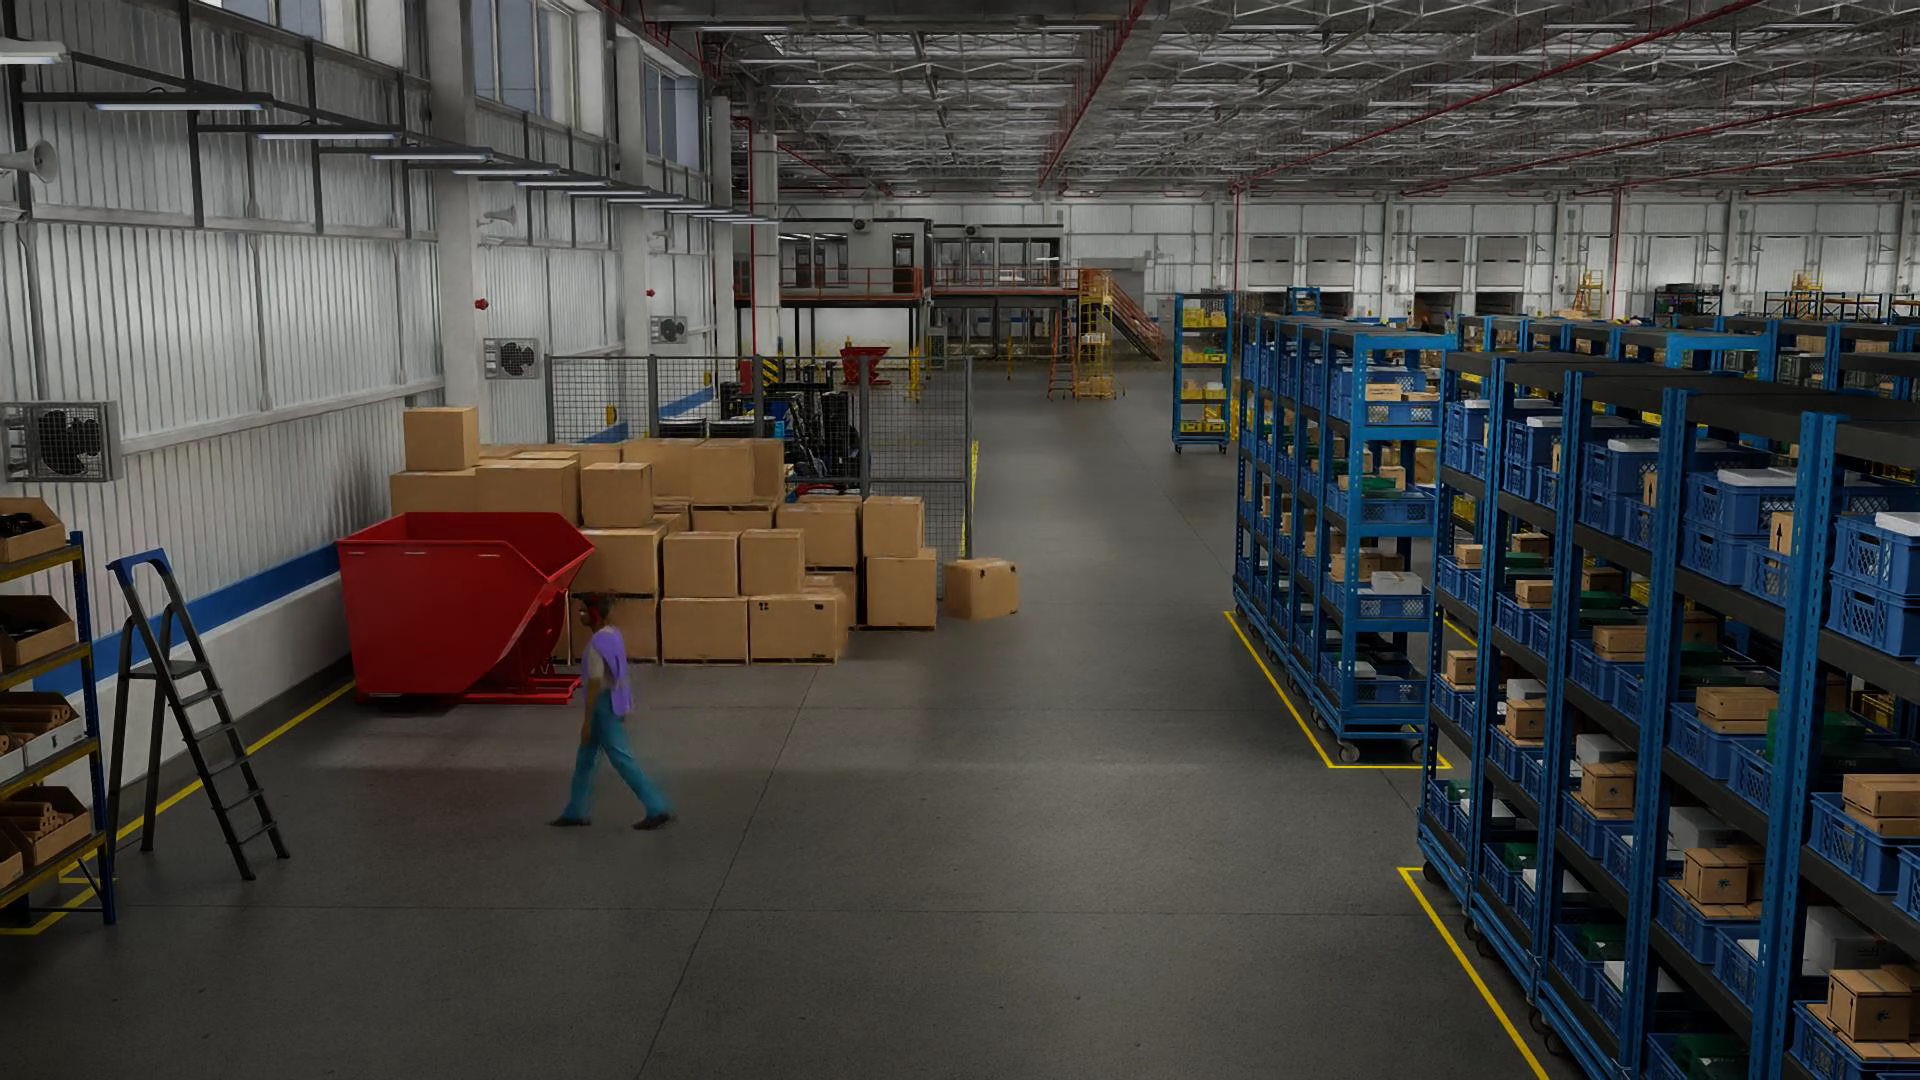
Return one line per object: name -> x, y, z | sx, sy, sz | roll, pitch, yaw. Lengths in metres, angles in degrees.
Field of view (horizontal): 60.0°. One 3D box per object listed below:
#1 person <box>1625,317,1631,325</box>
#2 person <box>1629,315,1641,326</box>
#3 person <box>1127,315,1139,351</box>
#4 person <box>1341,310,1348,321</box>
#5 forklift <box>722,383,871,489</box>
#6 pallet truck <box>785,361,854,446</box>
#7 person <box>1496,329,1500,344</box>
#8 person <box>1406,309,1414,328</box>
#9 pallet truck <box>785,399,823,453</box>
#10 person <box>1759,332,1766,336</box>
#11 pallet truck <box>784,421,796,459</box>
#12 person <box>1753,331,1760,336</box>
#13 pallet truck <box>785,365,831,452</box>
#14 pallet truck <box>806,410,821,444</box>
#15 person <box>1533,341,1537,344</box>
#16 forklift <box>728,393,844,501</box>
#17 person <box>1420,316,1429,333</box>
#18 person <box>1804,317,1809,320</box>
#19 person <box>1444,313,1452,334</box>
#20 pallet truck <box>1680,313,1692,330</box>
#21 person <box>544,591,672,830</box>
person -> 31.262, -9.475, 77.985 | 0.596, 1.915, 0.400 | 7, 11, 36
person -> 34.492, -10.581, 85.032 | 0.624, 1.844, 0.430 | 4, 10, 25
person -> 8.864, -10.557, 84.904 | 0.620, 1.837, 0.429 | 5, 11, 30
person -> 21.431, -11.887, 92.941 | 0.992, 1.885, 0.556 | 8, 12, 39
forklift -> -2.893, -1.687, 28.729 | 2.680, 1.987, 1.157 | 0, 9, -1
pallet truck -> -3.410, -3.193, 38.978 | 1.885, 1.965, 0.823 | 0, 9, -1
person -> 20.891, -7.350, 65.055 | 0.463, 1.859, 0.506 | 8, 12, 39
person -> 25.623, -12.198, 94.775 | 0.394, 1.920, 0.584 | 8, 12, 42
pallet truck -> -3.814, -2.432, 36.419 | 1.630, 1.274, 0.653 | 0, 9, 1
person -> 37.750, -9.441, 78.332 | 0.880, 1.718, 0.552 | 1, 9, 4
pallet truck -> -4.013, -1.793, 32.705 | 1.601, 1.201, 0.680 | 0, 9, 1
person -> 38.145, -9.635, 79.643 | 0.532, 1.696, 0.319 | -7, 11, -36
pallet truck -> -3.774, -2.976, 37.635 | 1.885, 1.965, 0.823 | 1, 9, 5
pallet truck -> -3.559, -2.018, 33.905 | 1.522, 1.261, 0.704 | 0, 9, -1
person -> 20.068, -6.394, 58.802 | 0.627, 1.983, 1.067 | 2, 10, 14
forklift -> -2.979, -1.316, 26.476 | 2.680, 1.987, 1.157 | 0, 9, 1
person -> 21.360, -9.298, 76.637 | 0.378, 1.996, 0.611 | -4, 10, -21
person -> 42.078, -10.205, 82.756 | 0.546, 1.825, 0.539 | 5, 11, 29
person -> 25.179, -10.764, 85.880 | 0.418, 1.940, 0.600 | -2, 9, -14
pallet truck -> 36.315, -10.531, 84.244 | 0.823, 1.965, 1.885 | -6, 11, -33
person -> -2.579, 1.261, 12.173 | 0.952, 1.819, 0.587 | 0, 9, -2
